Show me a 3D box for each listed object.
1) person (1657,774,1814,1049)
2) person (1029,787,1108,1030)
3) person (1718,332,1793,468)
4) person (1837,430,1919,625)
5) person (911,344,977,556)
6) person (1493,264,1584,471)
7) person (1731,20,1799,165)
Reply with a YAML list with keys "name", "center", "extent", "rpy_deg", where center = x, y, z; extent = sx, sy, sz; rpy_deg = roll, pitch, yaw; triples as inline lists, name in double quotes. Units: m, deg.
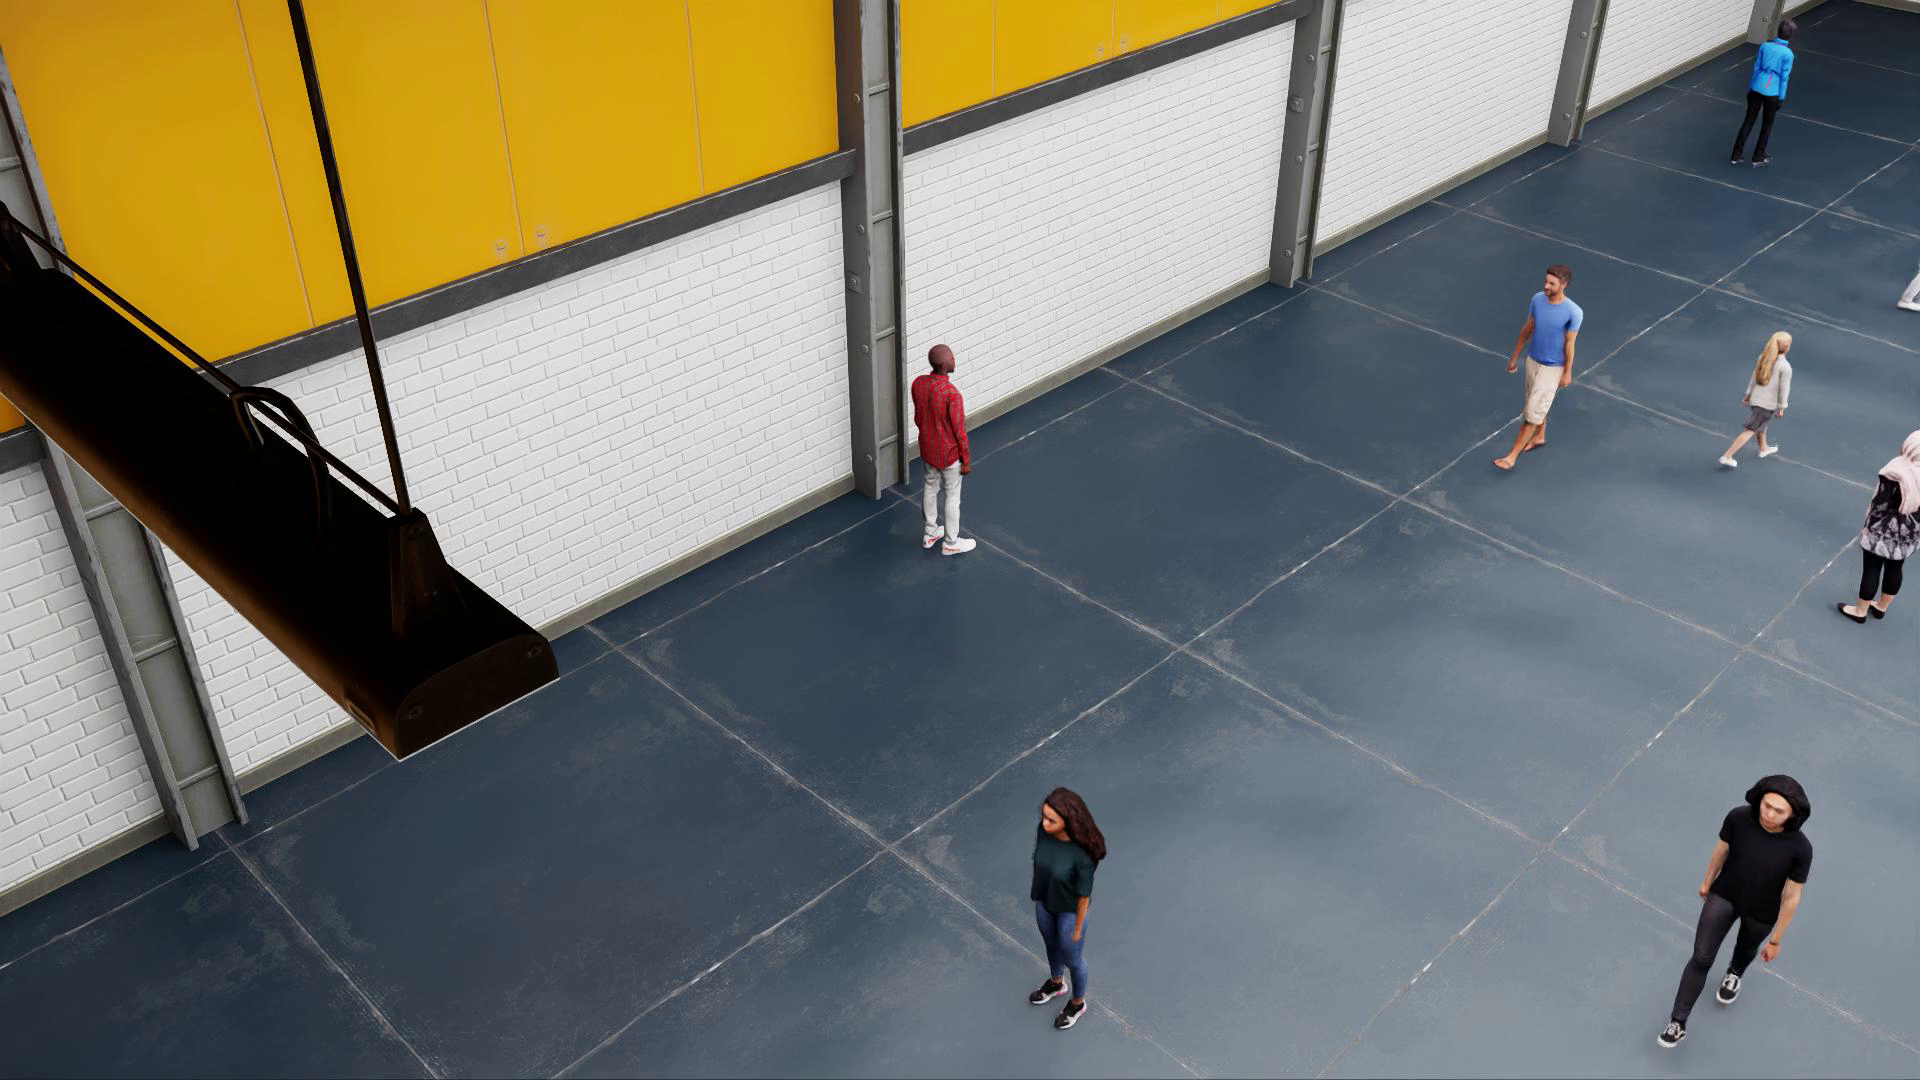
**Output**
- name: "person"
  center: [4.371, 1.953, 9.164]
  extent: [0.710, 1.790, 1.163]
  rpy_deg: [26, 41, 33]
- name: "person"
  center: [0.576, 2.010, 9.238]
  extent: [0.598, 1.615, 0.598]
  rpy_deg: [-26, 42, -33]
- name: "person"
  center: [6.900, -1.183, 14.374]
  extent: [0.986, 1.245, 0.775]
  rpy_deg: [-11, 35, -16]
- name: "person"
  center: [6.966, -0.105, 12.398]
  extent: [0.720, 1.637, 0.803]
  rpy_deg: [-7, 34, -10]
- name: "person"
  center: [-0.148, -0.718, 13.158]
  extent: [0.656, 1.817, 0.570]
  rpy_deg: [28, 43, 35]
- name: "person"
  center: [5.117, -1.535, 14.376]
  extent: [1.163, 1.829, 0.810]
  rpy_deg: [-20, 39, -27]
- name: "person"
  center: [9.849, -5.462, 20.322]
  extent: [0.801, 1.788, 0.688]
  rpy_deg: [-29, 43, -36]
